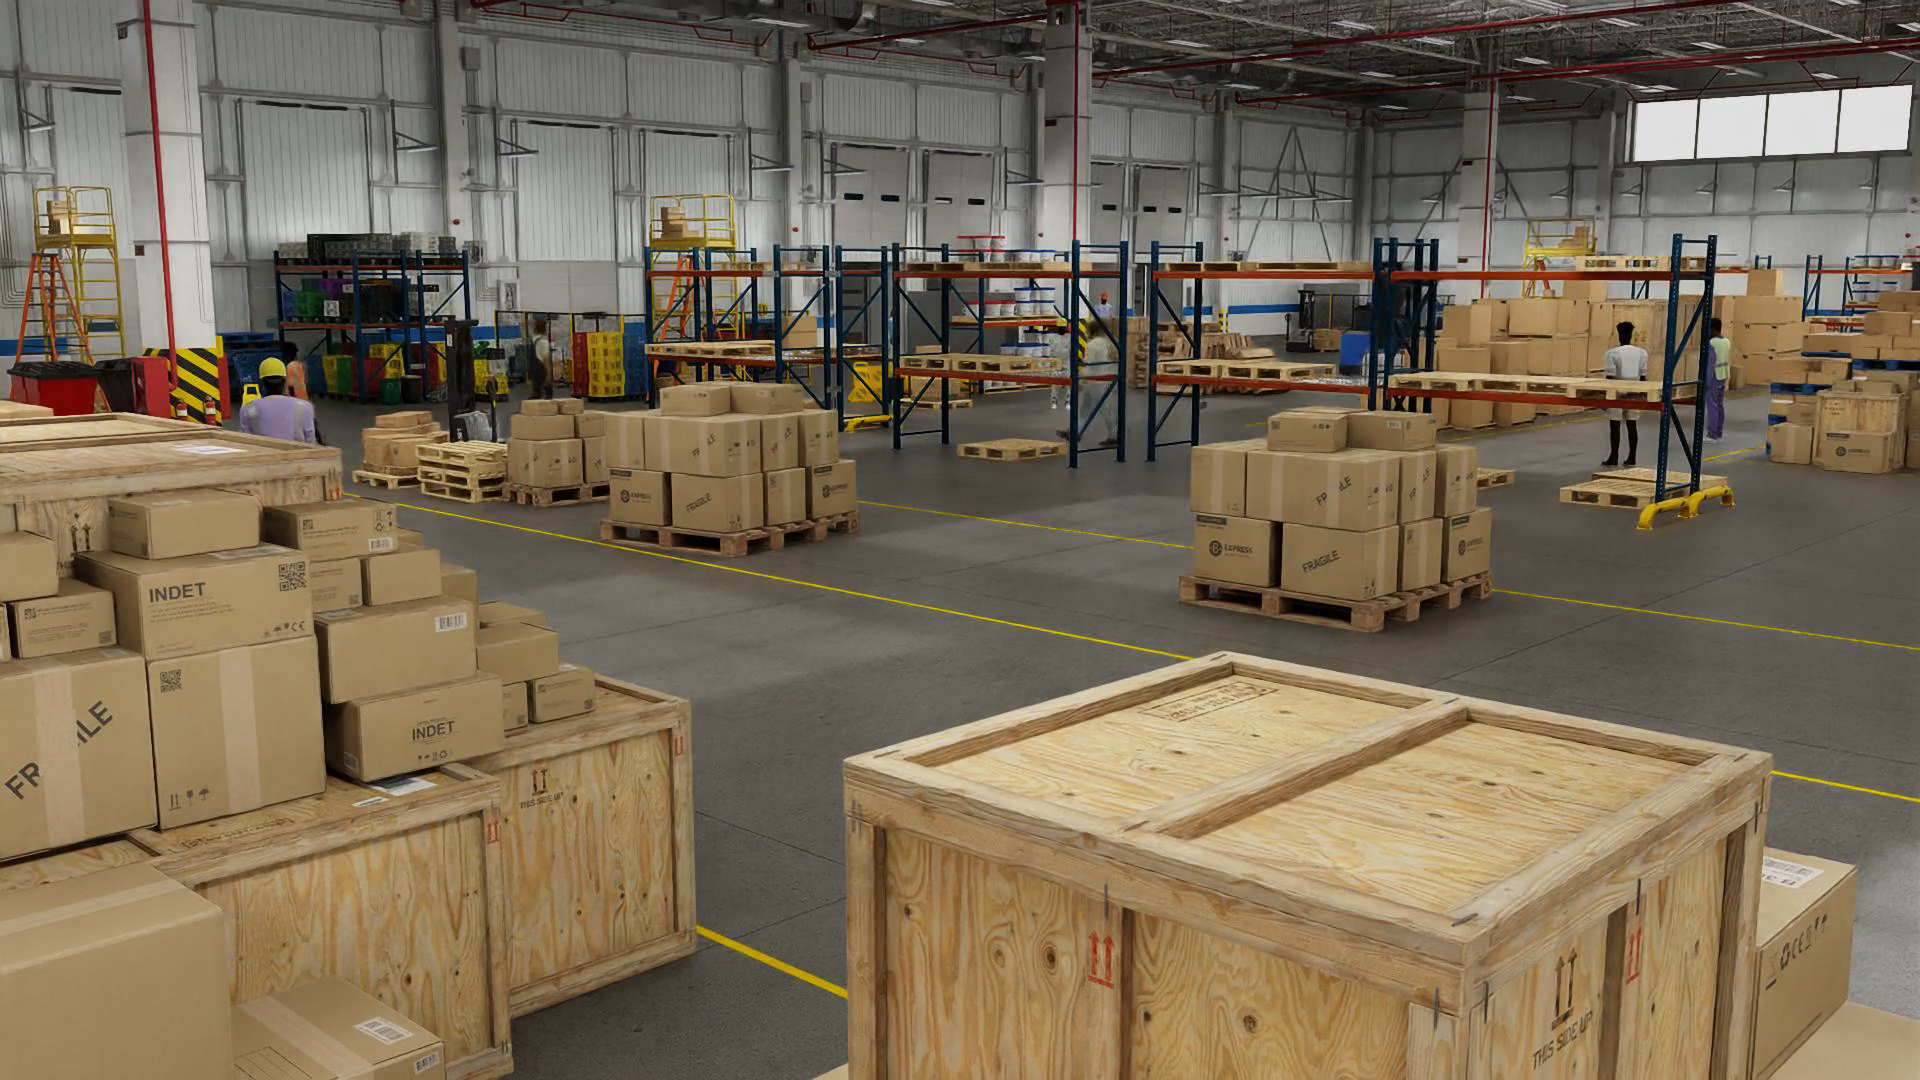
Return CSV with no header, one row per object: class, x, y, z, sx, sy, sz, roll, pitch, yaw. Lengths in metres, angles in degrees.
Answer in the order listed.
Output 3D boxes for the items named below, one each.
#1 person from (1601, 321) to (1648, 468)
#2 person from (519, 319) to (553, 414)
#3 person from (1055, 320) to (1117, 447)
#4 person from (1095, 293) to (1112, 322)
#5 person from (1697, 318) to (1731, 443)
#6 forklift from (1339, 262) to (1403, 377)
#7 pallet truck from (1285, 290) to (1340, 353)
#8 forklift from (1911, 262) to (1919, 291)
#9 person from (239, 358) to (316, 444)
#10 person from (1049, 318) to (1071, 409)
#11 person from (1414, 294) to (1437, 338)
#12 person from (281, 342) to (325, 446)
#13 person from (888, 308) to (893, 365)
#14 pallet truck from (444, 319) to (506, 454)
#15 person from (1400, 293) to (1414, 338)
person,8.850,-1.934,22.201,0.610,1.963,0.366,-1,9,-9
person,-7.071,-2.790,27.884,0.526,1.825,0.641,8,12,40
person,1.937,-2.342,24.936,1.054,1.877,0.640,3,10,17
person,4.419,-6.648,51.226,0.543,1.929,0.385,-2,9,-9
person,11.561,-2.440,25.462,0.587,1.915,0.391,-9,13,-43
forklift,10.286,-5.341,40.291,1.873,2.768,1.129,9,13,43
pallet truck,11.297,-6.951,52.861,1.885,1.965,0.823,-5,11,-29
forklift,22.867,-5.201,39.432,1.129,2.768,1.873,-5,11,-29
person,-5.693,-0.561,13.933,0.588,1.918,0.402,-4,10,-21
person,1.925,-3.334,31.496,0.486,1.738,0.320,1,9,8
person,13.277,-6.041,47.461,0.637,1.938,0.355,5,10,28
person,-9.291,-1.937,23.197,0.902,1.650,0.539,0,9,0
person,-1.752,-5.265,43.650,0.313,1.633,0.520,3,10,20
pallet truck,-6.981,-1.942,22.150,1.885,1.965,0.823,1,9,9
person,14.586,-7.100,54.130,0.584,1.880,0.345,-2,9,-9
